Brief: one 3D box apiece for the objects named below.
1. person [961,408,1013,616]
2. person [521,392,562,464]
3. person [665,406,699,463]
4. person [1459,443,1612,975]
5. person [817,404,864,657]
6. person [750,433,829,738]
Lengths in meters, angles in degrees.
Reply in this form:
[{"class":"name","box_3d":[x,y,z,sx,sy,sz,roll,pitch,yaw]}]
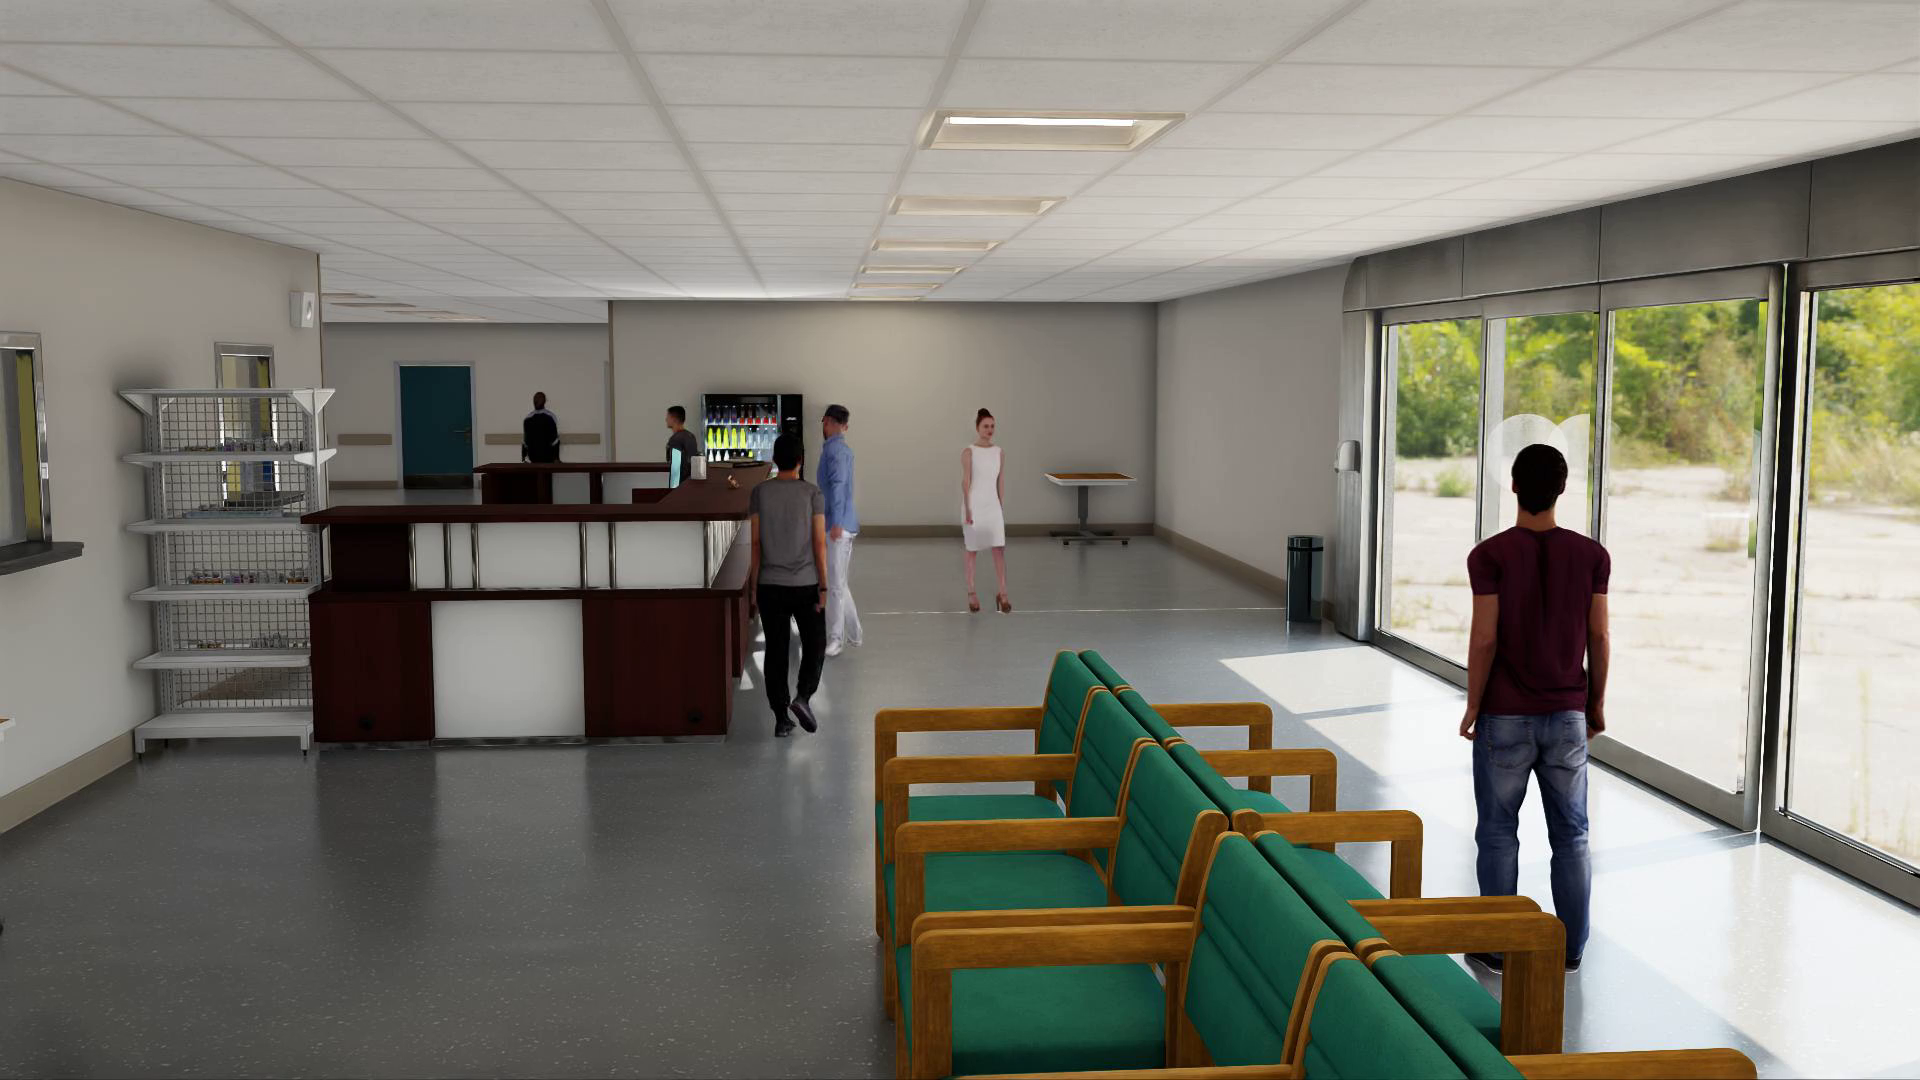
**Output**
[{"class":"person","box_3d":[0.142,-0.224,14.310,0.965,1.764,0.792,-2,6,-18]},{"class":"person","box_3d":[-6.104,-1.265,24.452,1.022,1.806,0.939,1,6,13]},{"class":"person","box_3d":[-2.737,-0.467,16.912,1.137,1.726,0.930,2,6,22]},{"class":"person","box_3d":[2.013,0.583,5.834,0.515,1.855,0.739,0,6,1]},{"class":"person","box_3d":[-0.901,-0.075,12.399,0.608,1.850,0.901,-1,6,-12]},{"class":"person","box_3d":[-0.996,0.275,9.453,0.737,1.744,0.741,1,6,5]}]
